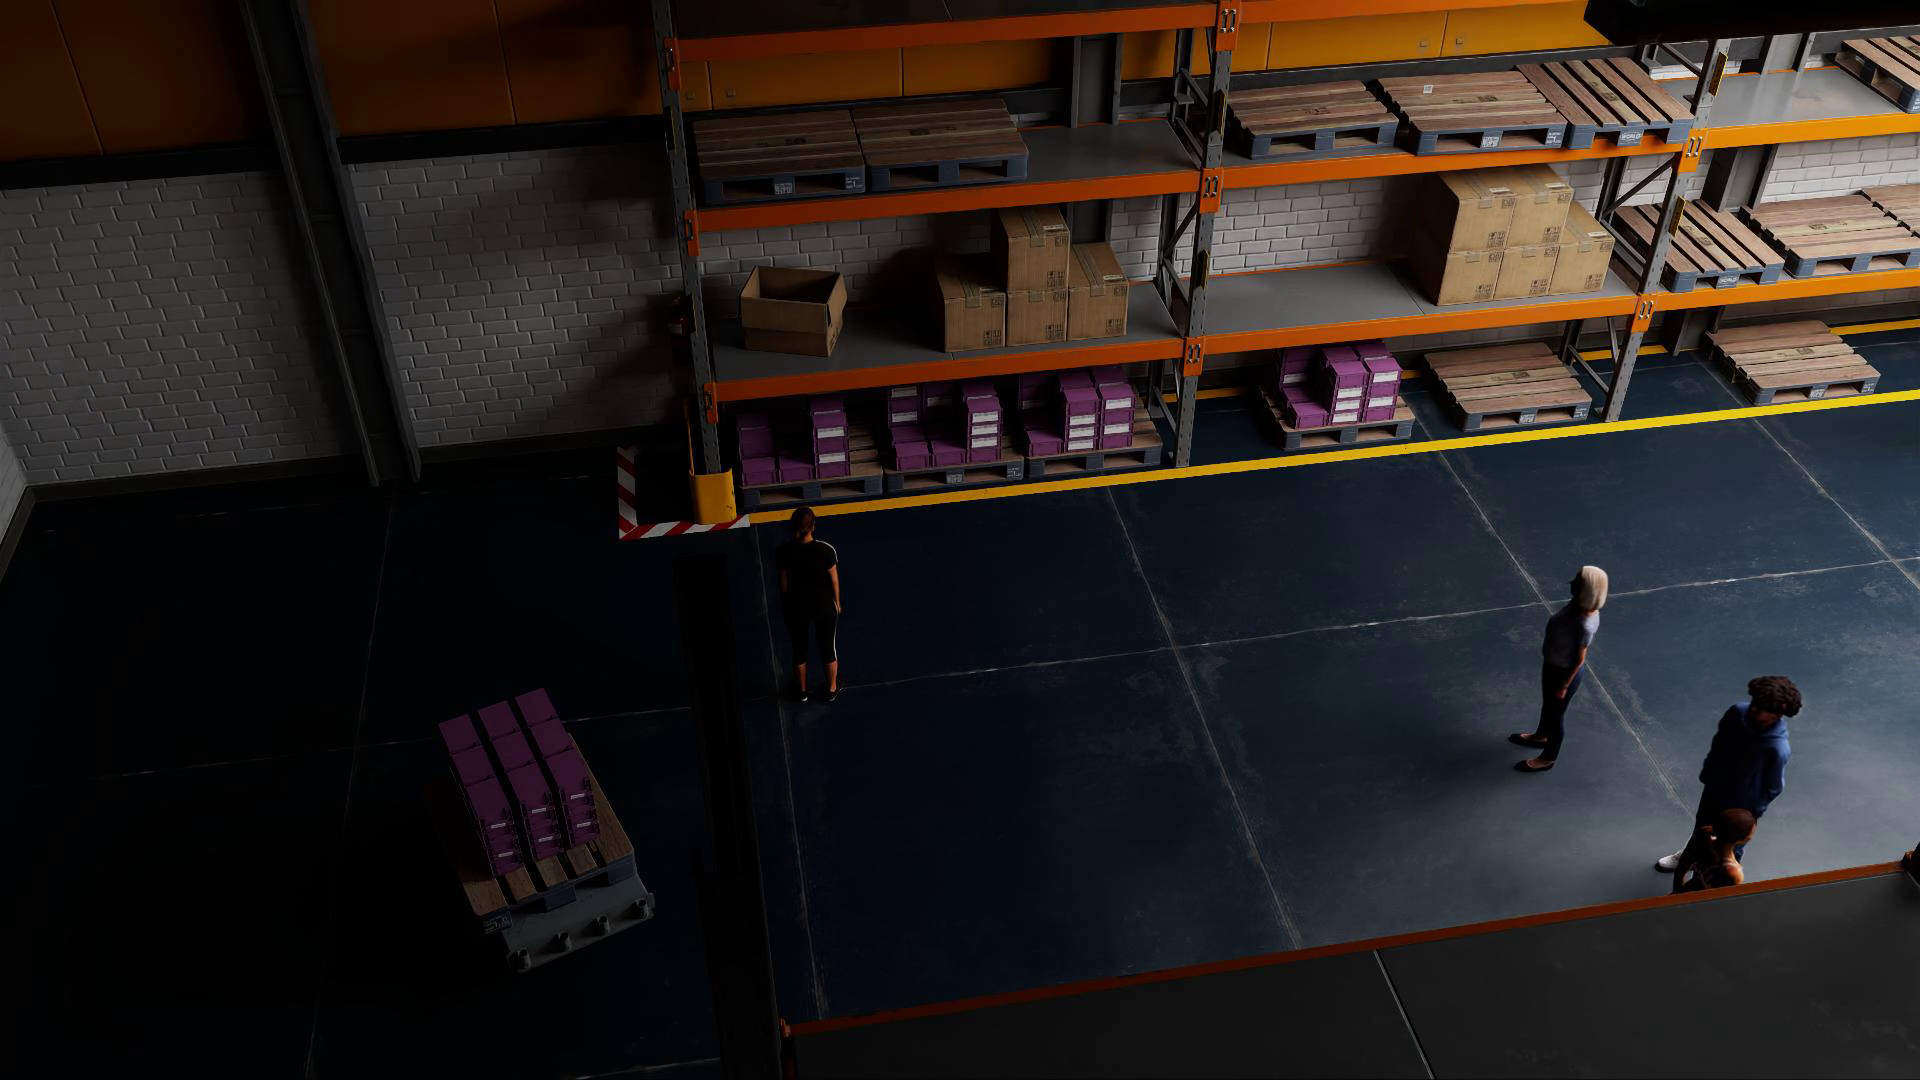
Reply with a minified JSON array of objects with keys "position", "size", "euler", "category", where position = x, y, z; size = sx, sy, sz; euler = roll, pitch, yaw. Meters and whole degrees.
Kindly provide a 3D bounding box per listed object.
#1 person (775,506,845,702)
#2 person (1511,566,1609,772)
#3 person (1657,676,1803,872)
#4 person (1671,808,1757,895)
[{"position":[-1.064,0.453,11.727],"size":[0.503,1.668,0.679],"euler":[1,39,1],"category":"person"},{"position":[4.062,0.852,11.184],"size":[0.609,1.722,0.646],"euler":[5,39,6],"category":"person"},{"position":[4.795,1.528,10.268],"size":[0.592,1.809,0.702],"euler":[-11,40,-13],"category":"person"},{"position":[4.174,2.165,9.485],"size":[0.563,1.790,0.604],"euler":[-10,40,-12],"category":"person"}]
